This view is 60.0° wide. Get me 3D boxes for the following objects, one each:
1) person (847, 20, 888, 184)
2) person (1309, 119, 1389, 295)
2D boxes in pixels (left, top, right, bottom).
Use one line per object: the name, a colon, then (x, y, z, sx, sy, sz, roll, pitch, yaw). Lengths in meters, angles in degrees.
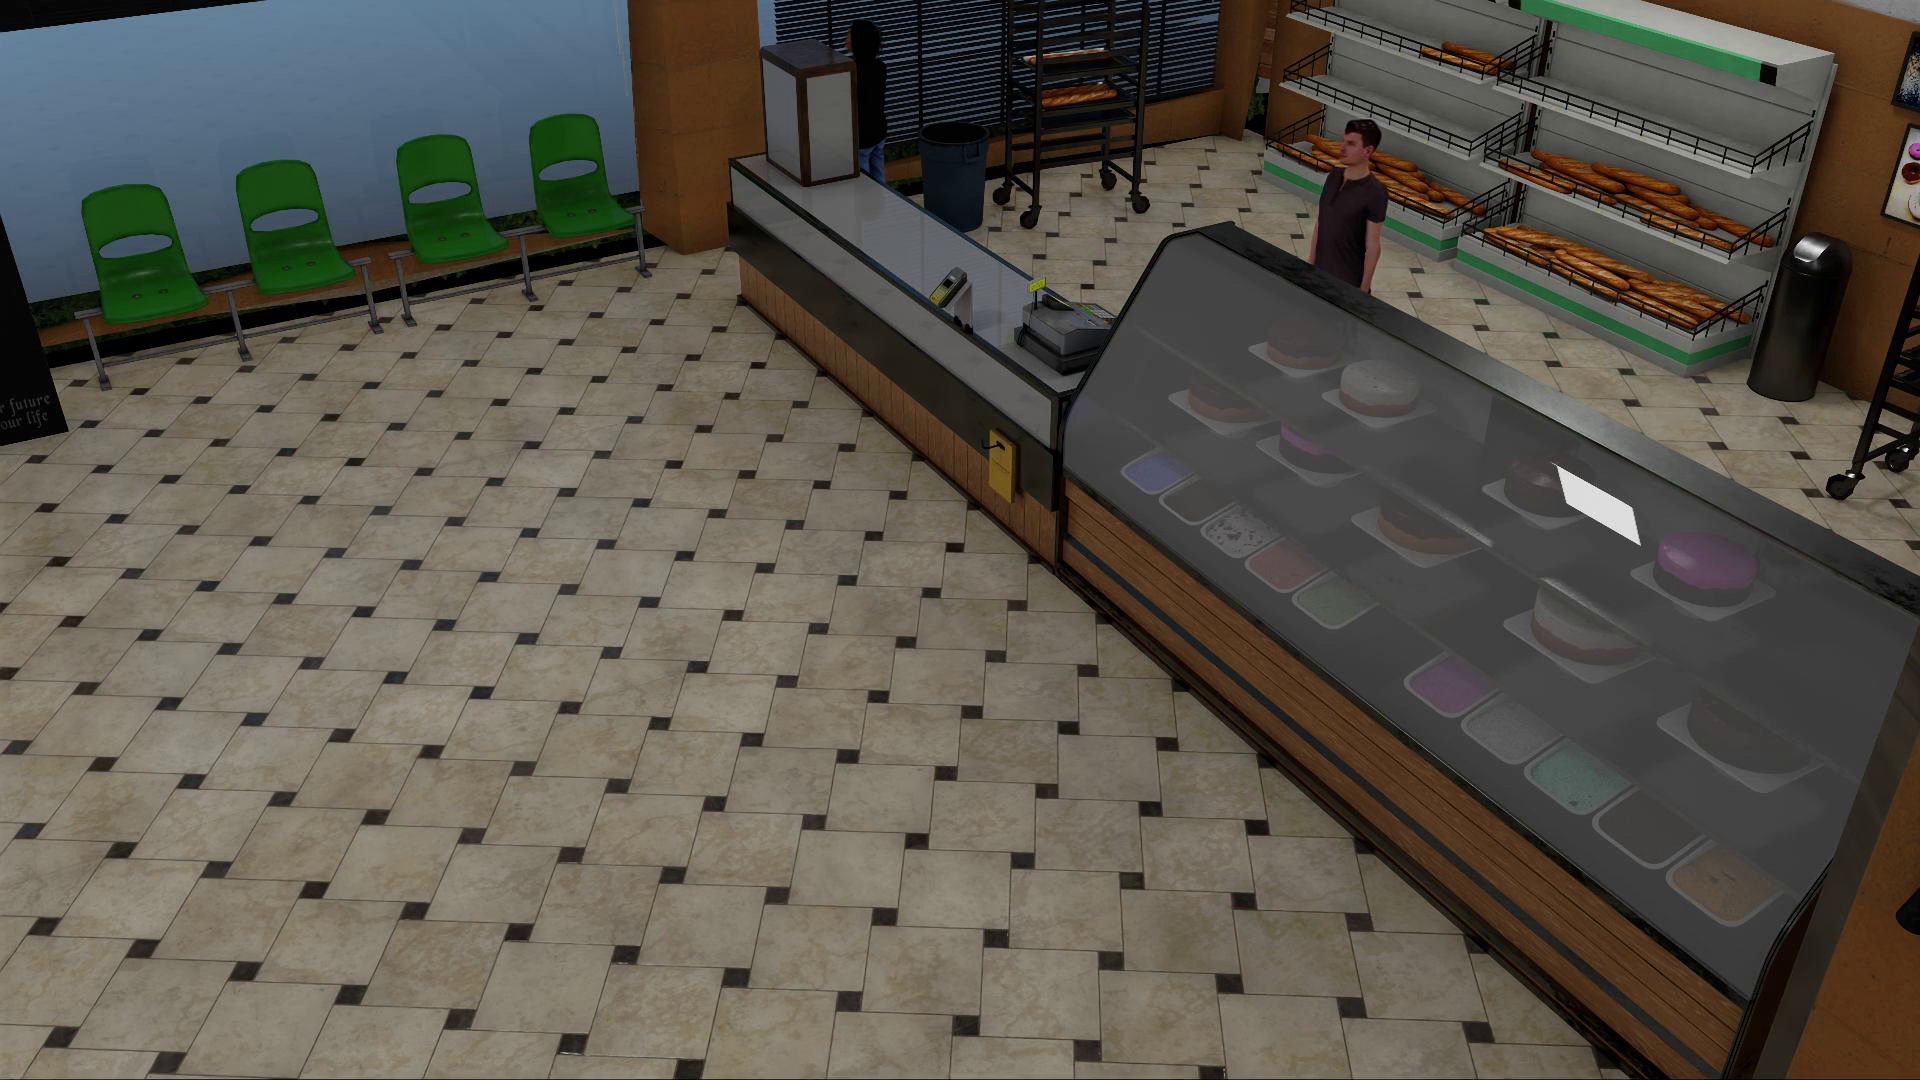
person: (-0.653, -2.757, 11.566, 0.712, 1.702, 0.618, 17, 36, 25)
person: (2.142, -1.456, 9.331, 0.526, 1.853, 0.643, -17, 36, -25)
